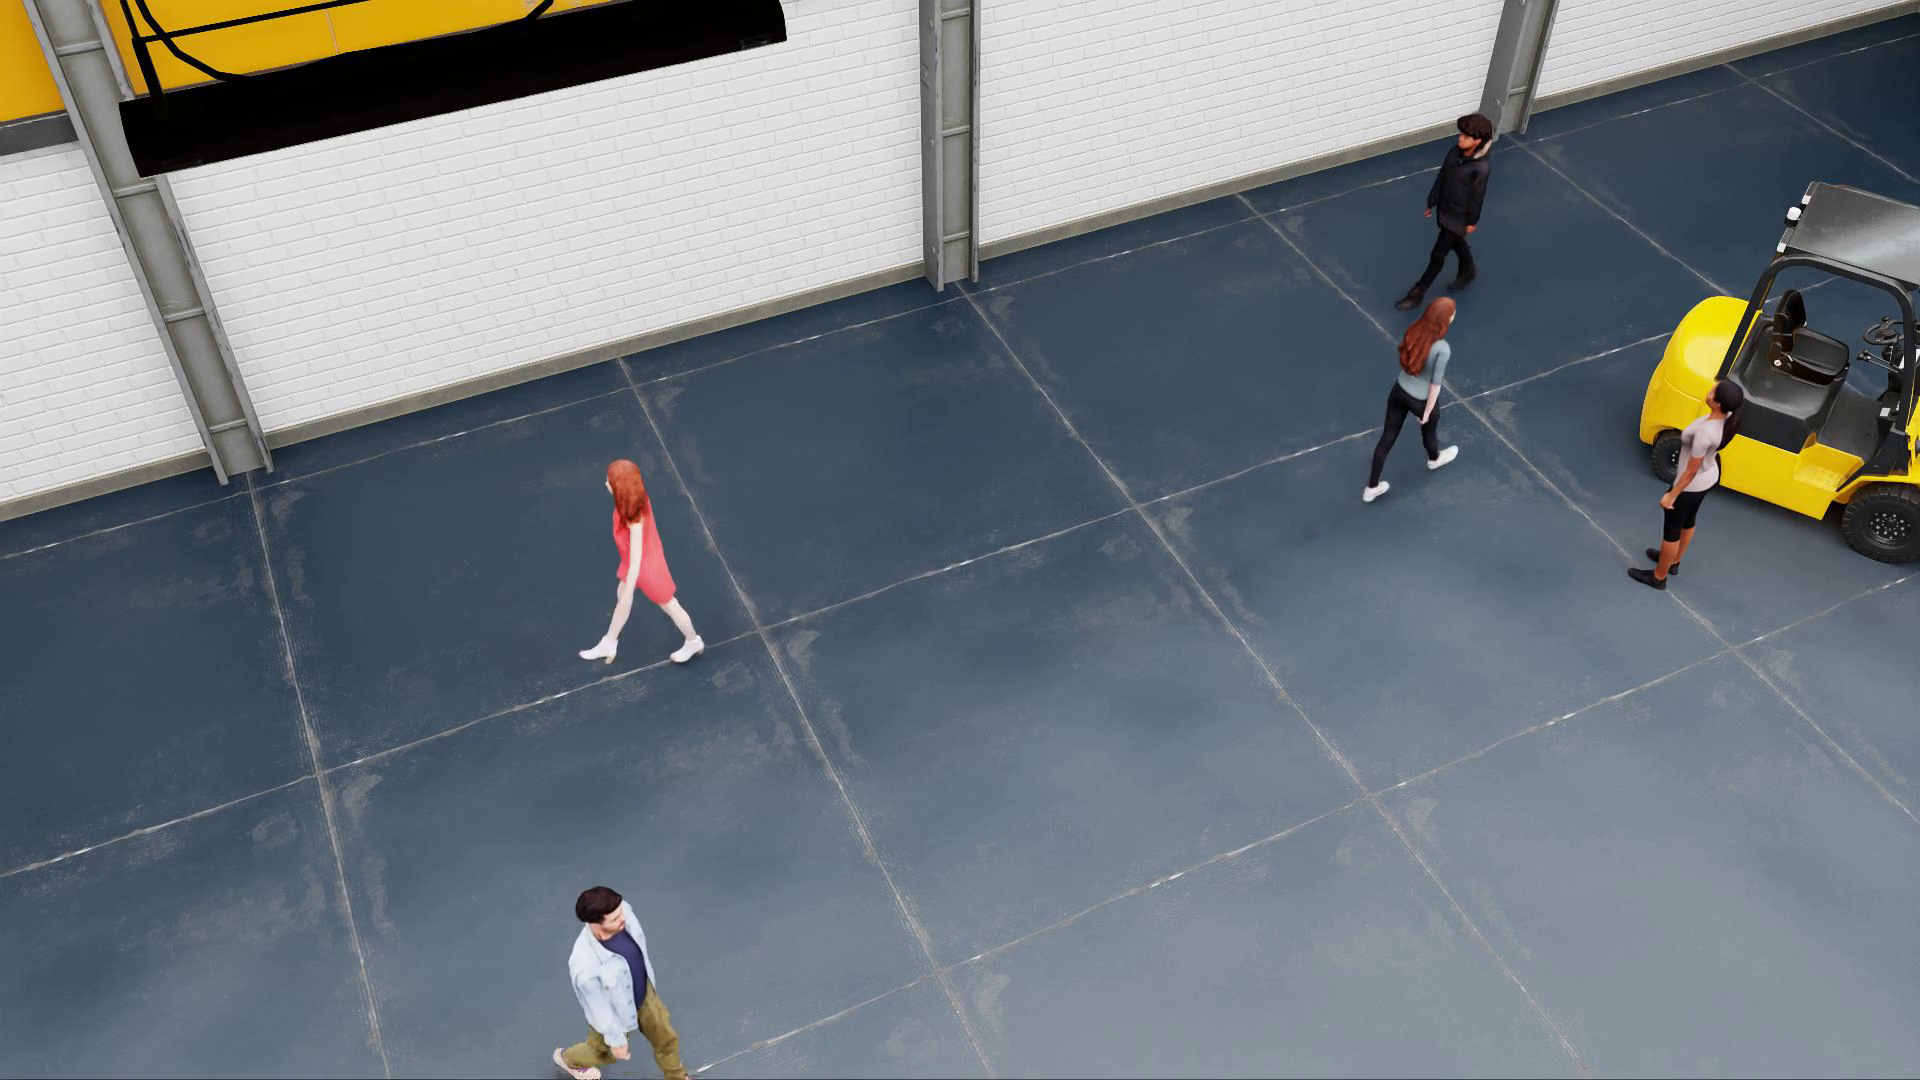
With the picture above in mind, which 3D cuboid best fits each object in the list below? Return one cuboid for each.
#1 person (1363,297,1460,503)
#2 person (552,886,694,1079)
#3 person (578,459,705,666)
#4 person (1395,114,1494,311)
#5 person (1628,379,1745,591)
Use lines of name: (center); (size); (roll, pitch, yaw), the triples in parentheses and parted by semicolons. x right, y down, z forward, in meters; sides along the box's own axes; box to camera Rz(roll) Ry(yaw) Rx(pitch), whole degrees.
person: (3.217, -0.981, 12.028); (1.142, 1.695, 0.700); (-25, 49, -24)
person: (-1.808, 2.356, 8.465); (1.196, 1.778, 1.146); (15, 46, 15)
person: (-1.928, 0.182, 10.738); (1.105, 1.792, 0.752); (-10, 45, -10)
person: (4.184, -2.750, 13.849); (1.100, 1.746, 0.633); (-17, 46, -17)
person: (5.010, -0.385, 11.365); (0.583, 1.747, 0.732); (-33, 53, -30)
